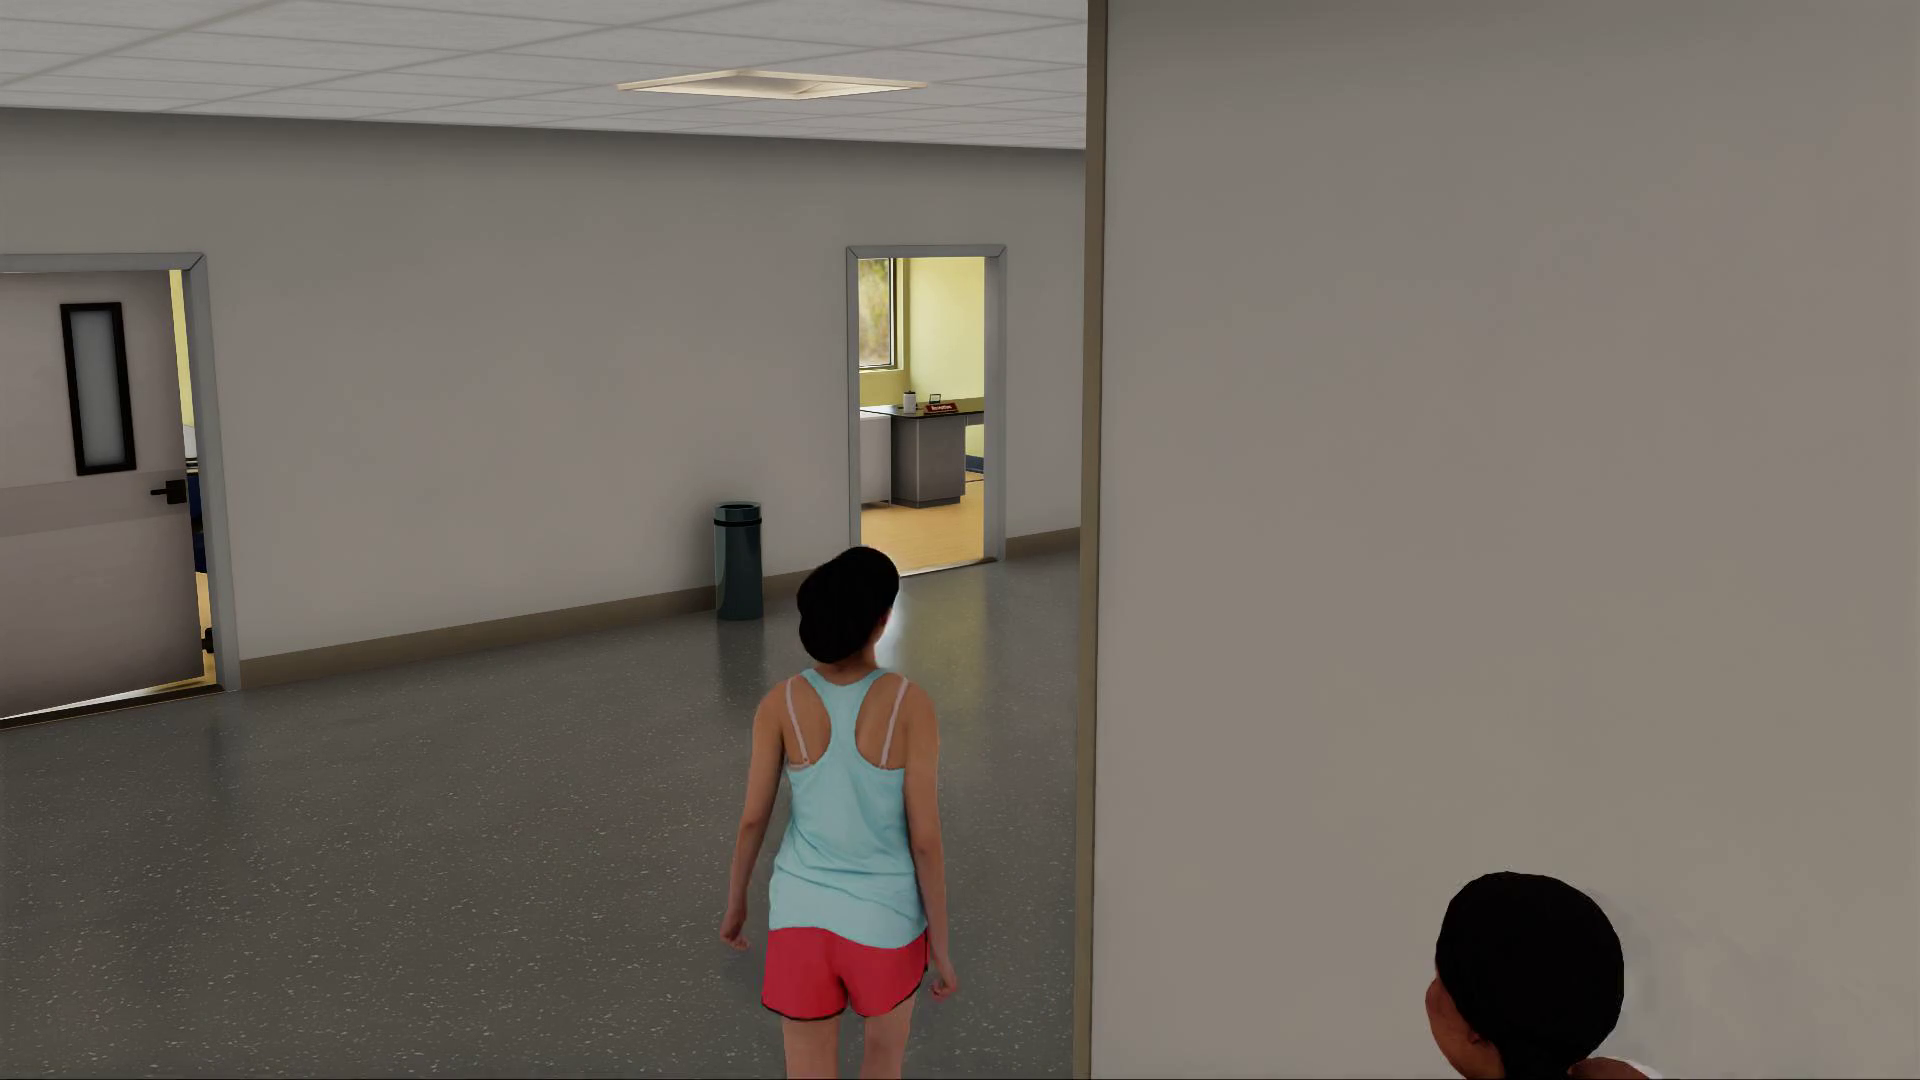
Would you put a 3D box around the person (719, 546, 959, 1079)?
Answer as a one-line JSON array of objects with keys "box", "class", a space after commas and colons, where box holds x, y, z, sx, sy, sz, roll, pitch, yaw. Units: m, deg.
[{"box": [-0.246, 0.909, 3.649, 0.950, 1.742, 1.009, 1, 11, 4], "class": "person"}]

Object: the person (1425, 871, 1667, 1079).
[{"box": [0.748, 1.246, 2.060, 0.703, 1.672, 0.732, -10, 15, -43], "class": "person"}]
